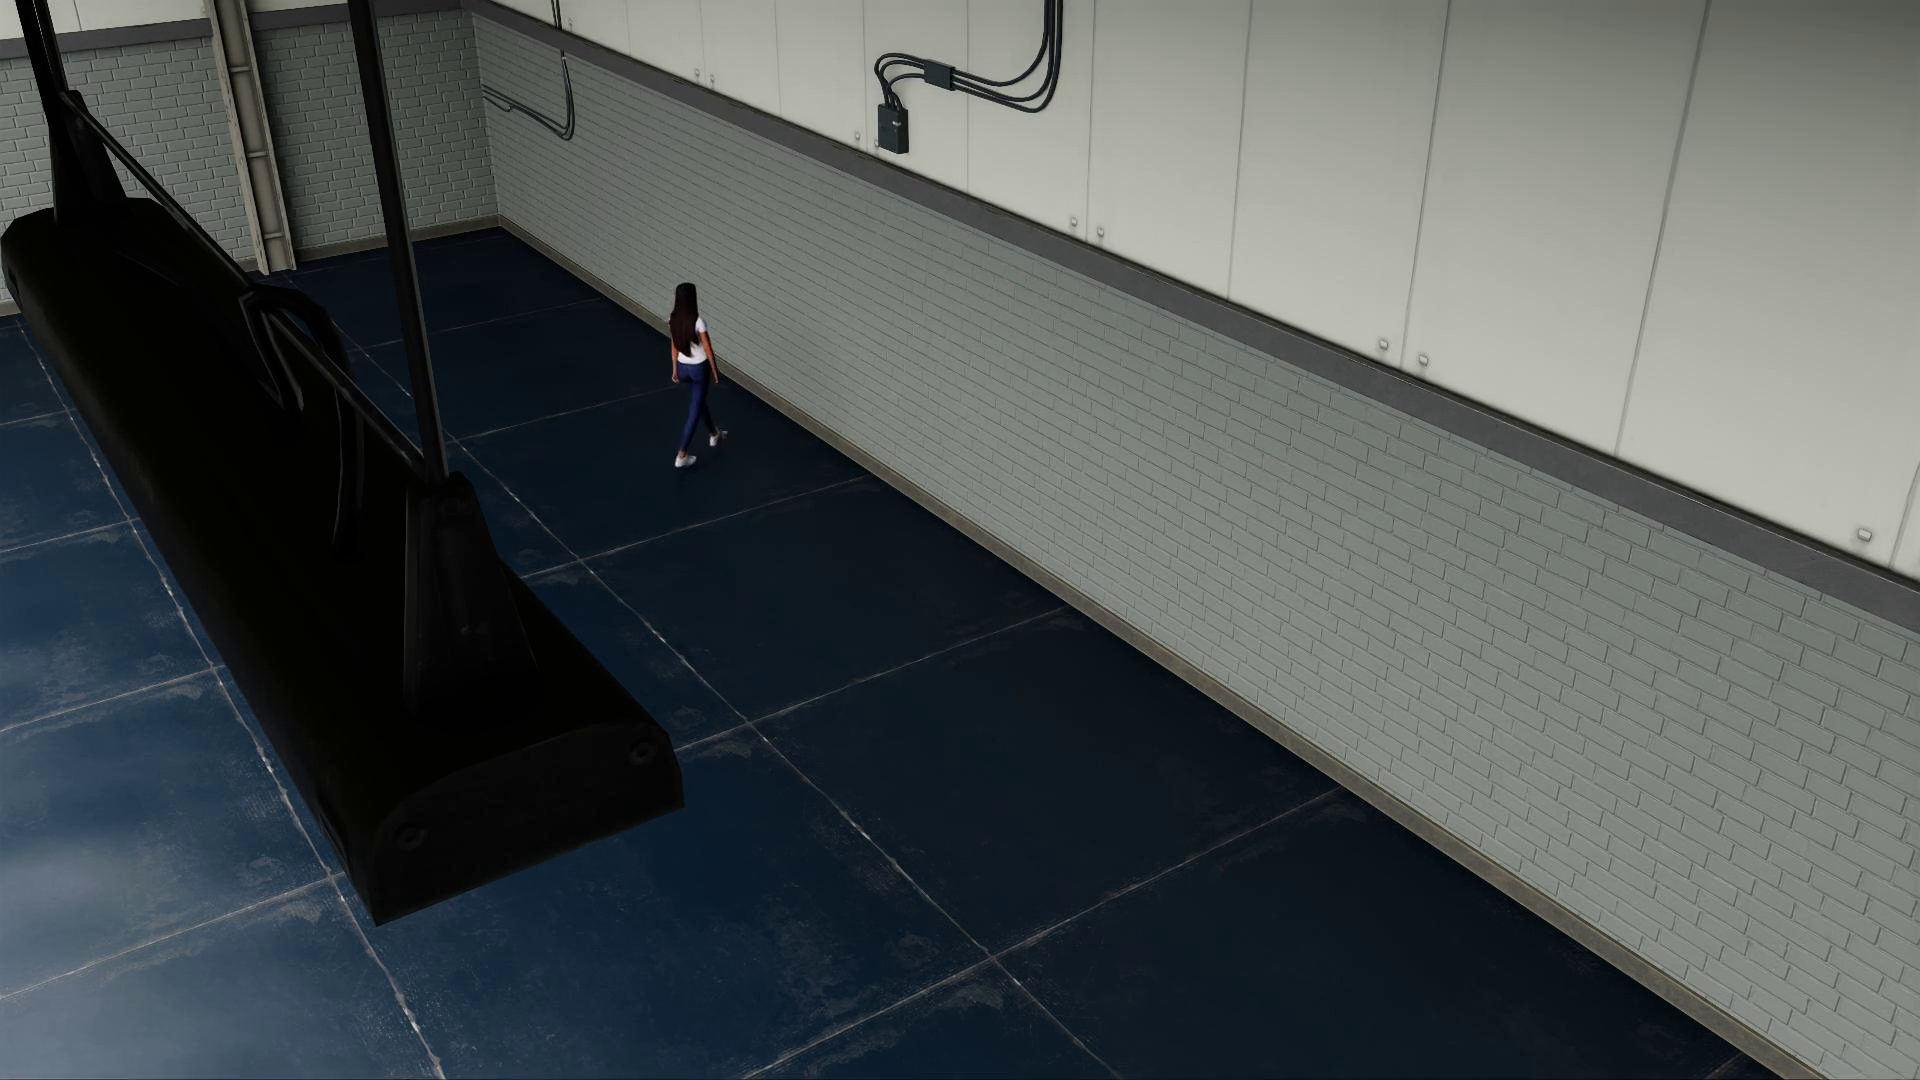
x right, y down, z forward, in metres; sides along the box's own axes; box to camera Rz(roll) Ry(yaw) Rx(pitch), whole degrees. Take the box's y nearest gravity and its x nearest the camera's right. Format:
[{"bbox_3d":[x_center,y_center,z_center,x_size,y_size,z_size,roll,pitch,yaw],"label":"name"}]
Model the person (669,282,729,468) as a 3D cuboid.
[{"bbox_3d":[-2.527,-1.498,15.512,0.868,1.728,1.173,18,33,30],"label":"person"}]
